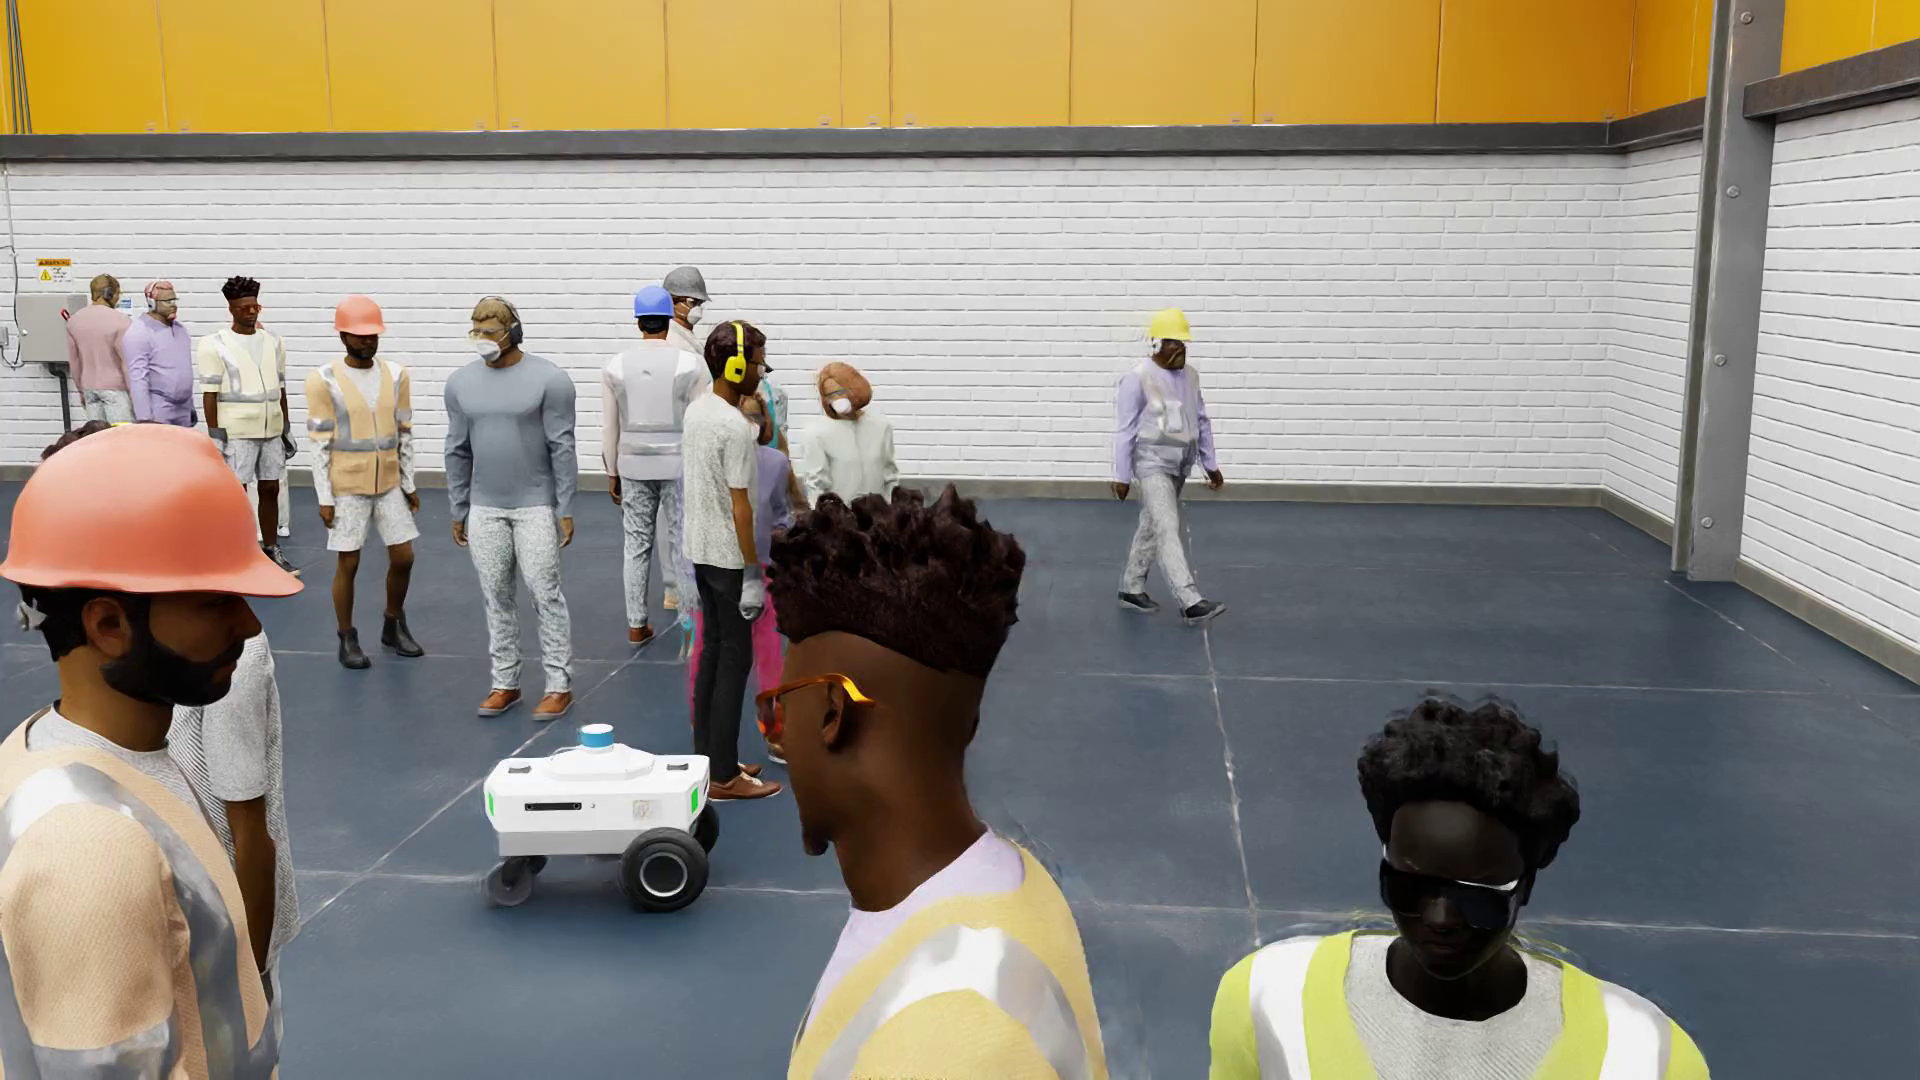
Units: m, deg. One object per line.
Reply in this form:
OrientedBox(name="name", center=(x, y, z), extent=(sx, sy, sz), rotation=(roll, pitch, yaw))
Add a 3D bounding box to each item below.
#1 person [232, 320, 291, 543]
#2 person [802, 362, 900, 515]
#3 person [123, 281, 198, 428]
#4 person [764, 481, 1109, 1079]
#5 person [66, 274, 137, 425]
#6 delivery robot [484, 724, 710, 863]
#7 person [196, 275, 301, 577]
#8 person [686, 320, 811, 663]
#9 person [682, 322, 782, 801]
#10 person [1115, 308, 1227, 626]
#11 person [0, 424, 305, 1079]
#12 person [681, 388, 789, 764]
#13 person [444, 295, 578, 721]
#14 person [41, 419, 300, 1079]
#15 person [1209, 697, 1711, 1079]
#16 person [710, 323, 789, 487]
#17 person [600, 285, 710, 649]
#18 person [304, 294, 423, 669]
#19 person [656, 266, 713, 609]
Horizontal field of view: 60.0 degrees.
OrientedBox(name="person", center=(-5.120, -0.798, 12.115), extent=(0.308, 1.645, 0.517), rotation=(6, 11, 30))
OrientedBox(name="person", center=(-0.486, -0.040, 7.914), extent=(0.526, 1.606, 0.350), rotation=(-7, 12, -35))
OrientedBox(name="person", center=(-5.990, -0.997, 12.561), extent=(0.401, 1.897, 0.650), rotation=(2, 10, 11))
OrientedBox(name="person", center=(0.019, 0.914, 1.498), extent=(0.509, 1.924, 0.668), rotation=(0, 10, -1))
OrientedBox(name="person", center=(-6.965, -1.201, 13.602), extent=(0.629, 1.931, 0.371), rotation=(3, 10, 17))
OrientedBox(name="delivery robot", center=(-1.194, 0.854, 5.506), extent=(0.707, 0.478, 0.477), rotation=(-1, 10, -3))
OrientedBox(name="person", center=(-4.538, -0.703, 10.647), extent=(0.361, 1.964, 0.613), rotation=(6, 12, 32))
OrientedBox(name="person", center=(-1.017, -0.205, 8.329), extent=(0.881, 1.780, 0.502), rotation=(2, 10, 10))
OrientedBox(name="person", center=(-0.890, 0.091, 6.433), extent=(0.346, 1.855, 0.533), rotation=(-6, 11, -30))
OrientedBox(name="person", center=(1.244, -0.418, 9.503), extent=(0.597, 1.784, 0.913), rotation=(-9, 14, -43))
OrientedBox(name="person", center=(-0.933, 0.827, 1.982), extent=(0.377, 1.932, 0.551), rotation=(-6, 11, -29))
OrientedBox(name="person", center=(-0.947, 0.131, 6.975), extent=(0.504, 1.595, 0.837), rotation=(-6, 11, -29))
OrientedBox(name="person", center=(-2.036, -0.140, 7.559), extent=(0.636, 1.928, 0.380), rotation=(2, 10, 11))
OrientedBox(name="person", center=(-1.294, 0.721, 2.815), extent=(0.510, 1.861, 0.324), rotation=(9, 13, 42))
OrientedBox(name="person", center=(0.533, 0.965, 1.894), extent=(0.540, 1.683, 0.449), rotation=(3, 10, 17))
OrientedBox(name="person", center=(-1.193, -0.339, 9.232), extent=(0.485, 1.736, 0.322), rotation=(-4, 11, -21))
OrientedBox(name="person", center=(-1.603, -0.380, 8.888), extent=(0.609, 1.939, 0.417), rotation=(1, 10, 5))
OrientedBox(name="person", center=(-3.006, -0.281, 8.428), extent=(0.518, 1.909, 0.575), rotation=(9, 13, 41))
OrientedBox(name="person", center=(-1.621, -0.618, 9.949), extent=(0.536, 2.000, 0.675), rotation=(-1, 10, -4))
